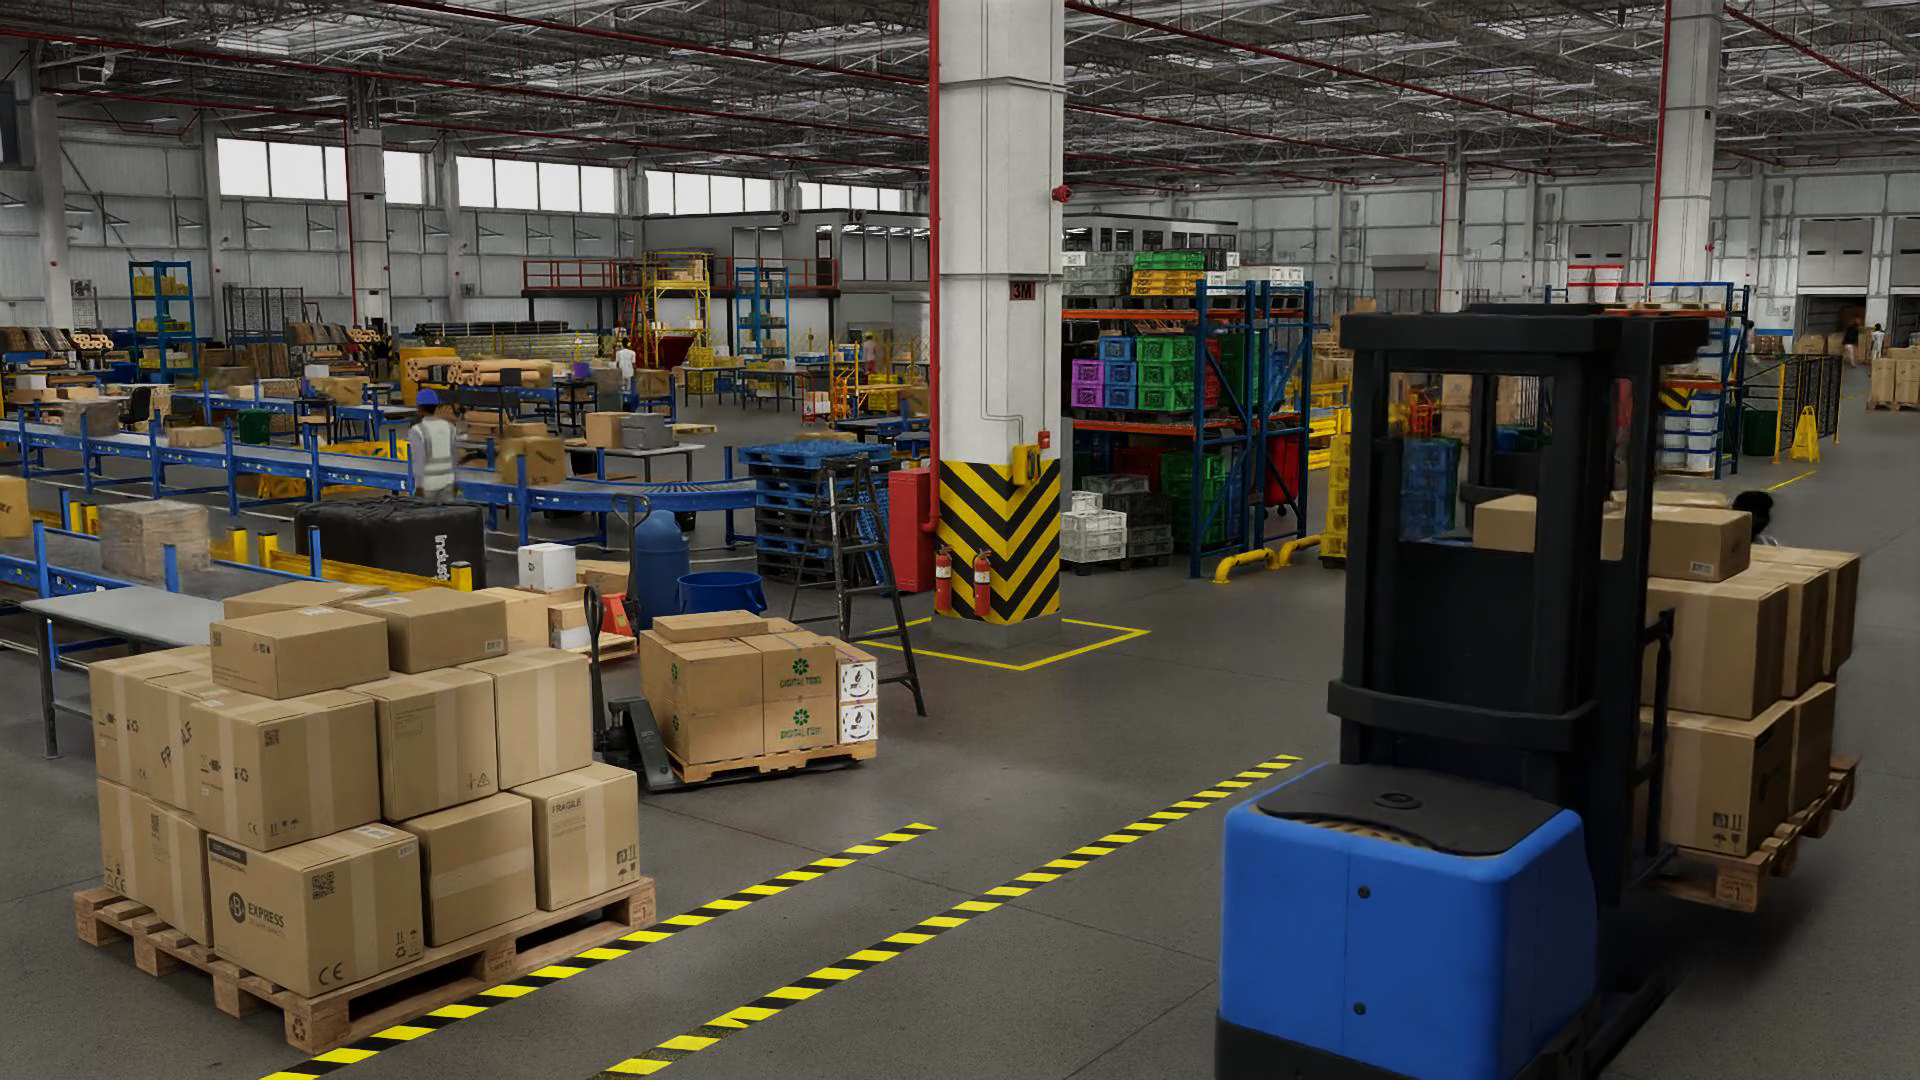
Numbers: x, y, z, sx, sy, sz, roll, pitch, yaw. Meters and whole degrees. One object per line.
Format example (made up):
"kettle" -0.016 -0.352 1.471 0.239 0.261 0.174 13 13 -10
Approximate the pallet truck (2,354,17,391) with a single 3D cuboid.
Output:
"pallet truck" -24.881 -4.417 42.634 1.885 1.965 0.823 8 11 41

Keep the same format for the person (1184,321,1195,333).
"person" 7.142 -5.855 52.185 0.702 2.000 0.539 -5 10 -32

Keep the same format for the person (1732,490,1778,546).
"person" 4.865 0.513 10.441 0.560 1.687 0.354 -3 9 -17

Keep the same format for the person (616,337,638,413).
"person" -7.847 -3.839 39.195 0.517 1.865 0.328 2 9 11

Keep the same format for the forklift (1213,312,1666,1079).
"forklift" 1.859 0.551 6.183 1.129 2.768 1.873 7 11 37

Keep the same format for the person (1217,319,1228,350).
"person" 9.497 -7.176 61.192 0.795 2.016 0.633 4 9 27

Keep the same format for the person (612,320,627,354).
"person" -12.995 -7.465 63.558 0.572 1.886 0.354 0 8 3

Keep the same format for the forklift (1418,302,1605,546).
"forklift" 4.379 -0.438 12.852 1.129 2.768 1.873 7 11 37

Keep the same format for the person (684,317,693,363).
"person" -11.226 -8.256 68.753 0.384 1.925 0.593 0 8 -3

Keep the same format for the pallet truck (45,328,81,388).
"pallet truck" -23.775 -4.544 43.495 1.885 1.965 0.823 6 10 35

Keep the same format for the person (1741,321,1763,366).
"person" 31.532 -7.830 66.328 0.655 1.789 0.960 -5 10 -30

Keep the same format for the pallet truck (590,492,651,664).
"pallet truck" -3.115 0.344 12.883 0.653 1.274 1.630 7 11 37

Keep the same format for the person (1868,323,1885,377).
"person" 31.671 -6.555 57.480 0.528 1.869 0.313 -2 9 -11

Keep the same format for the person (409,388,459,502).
"person" -5.424 -0.622 17.355 0.875 1.918 0.613 5 10 29

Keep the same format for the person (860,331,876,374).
"person" -2.782 -5.434 50.309 0.555 1.749 0.446 -7 11 -39

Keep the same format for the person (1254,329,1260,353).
"person" 9.715 -6.192 54.974 0.638 1.892 0.610 3 9 16

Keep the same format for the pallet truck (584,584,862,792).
"pallet truck" -1.426 0.805 10.019 1.601 1.201 0.680 -4 9 -26

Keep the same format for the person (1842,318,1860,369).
"person" 34.356 -7.590 64.249 0.660 1.946 1.001 -4 9 -25
